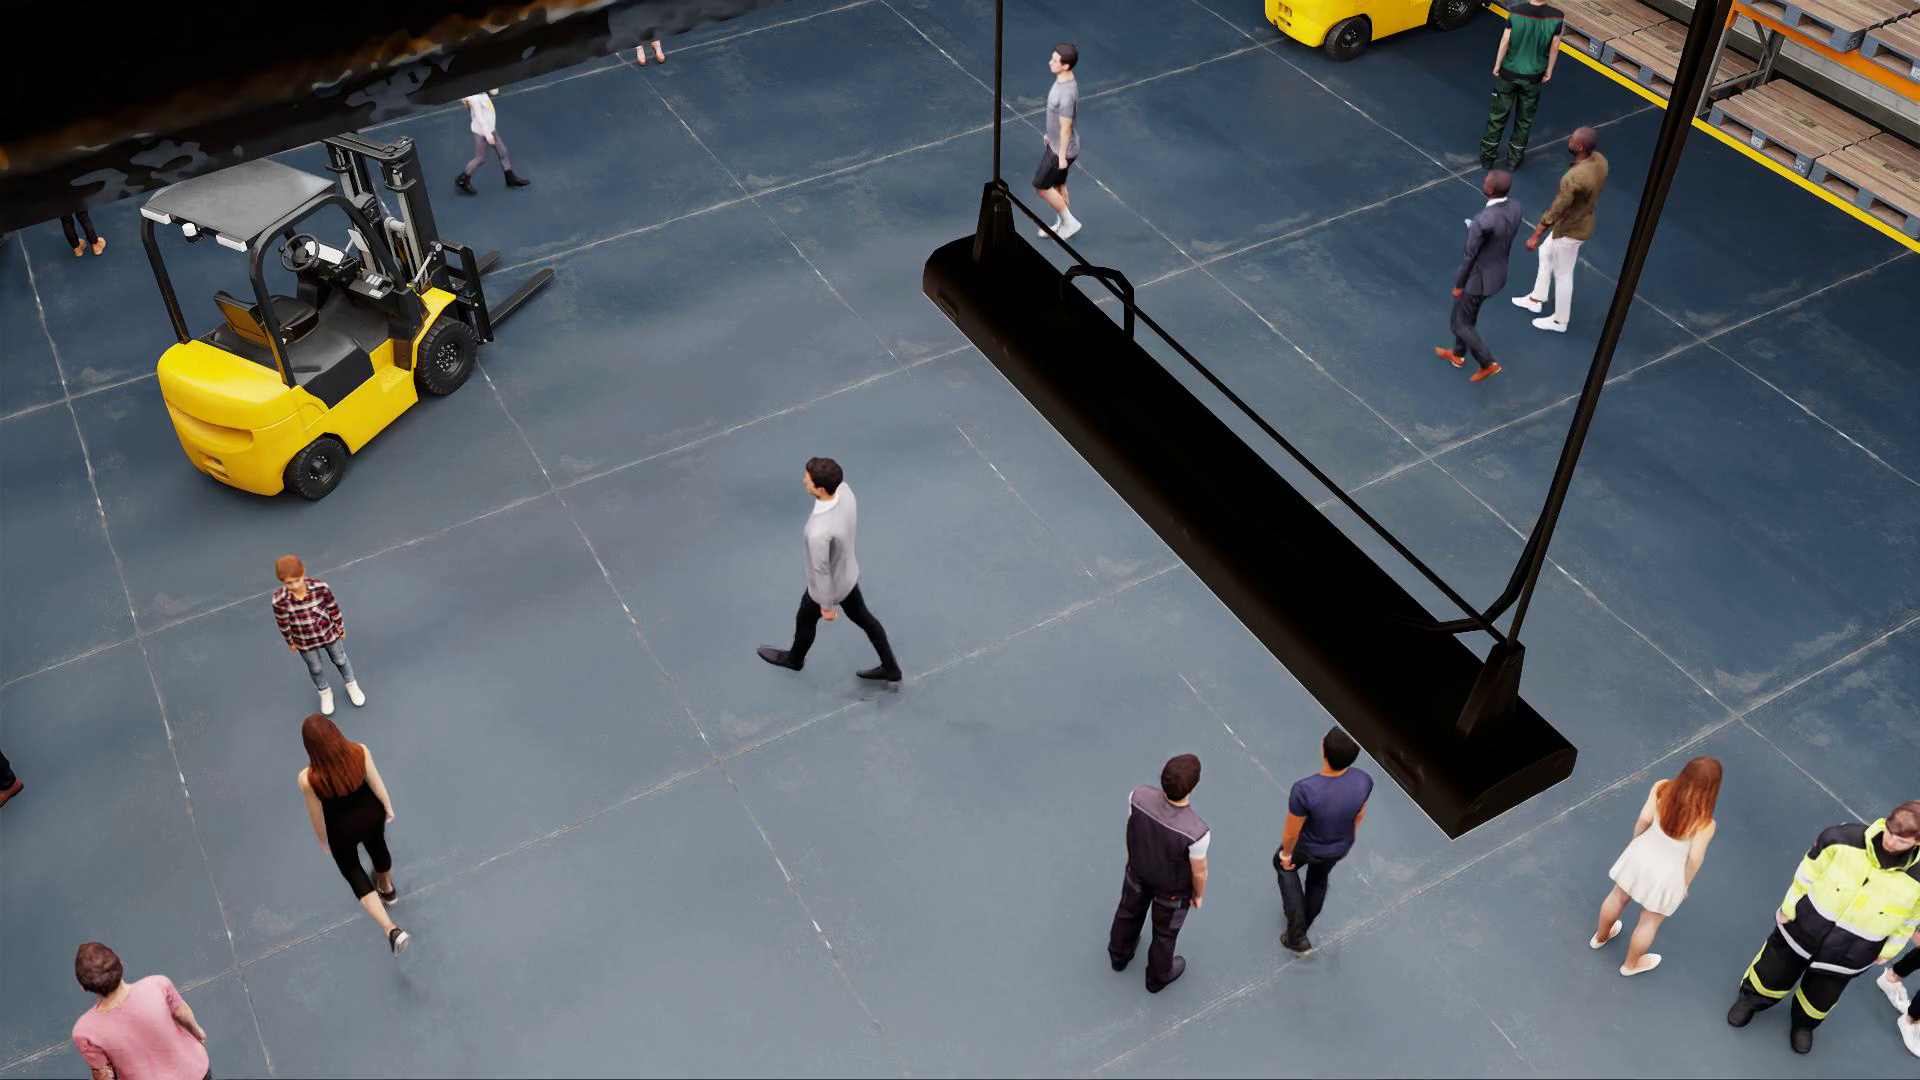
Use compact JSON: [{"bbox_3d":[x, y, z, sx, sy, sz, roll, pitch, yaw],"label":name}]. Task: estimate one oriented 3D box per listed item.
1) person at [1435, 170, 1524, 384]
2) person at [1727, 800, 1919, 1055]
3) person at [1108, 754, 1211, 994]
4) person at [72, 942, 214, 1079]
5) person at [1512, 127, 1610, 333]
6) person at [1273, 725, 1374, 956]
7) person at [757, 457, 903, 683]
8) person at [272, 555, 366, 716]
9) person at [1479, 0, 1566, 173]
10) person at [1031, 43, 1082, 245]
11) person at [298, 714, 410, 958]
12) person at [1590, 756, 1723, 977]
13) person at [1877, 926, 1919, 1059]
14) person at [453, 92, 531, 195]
[{"bbox_3d":[4.095,-1.996,12.924,0.809,1.801,0.967,-26,49,-25],"label":"person"},{"bbox_3d":[4.581,1.970,8.633,0.779,1.978,0.926,24,49,23],"label":"person"},{"bbox_3d":[1.065,1.788,8.920,0.651,1.846,0.787,28,50,26],"label":"person"},{"bbox_3d":[-3.784,2.619,7.974,0.732,1.947,0.787,-33,53,-30],"label":"person"},{"bbox_3d":[4.989,-2.465,13.410,0.935,1.810,0.903,23,48,23],"label":"person"},{"bbox_3d":[1.982,1.703,9.056,0.762,1.782,0.810,-8,44,-8],"label":"person"},{"bbox_3d":[-0.715,0.259,10.499,1.350,1.882,1.249,13,45,13],"label":"person"},{"bbox_3d":[-4.105,0.577,10.584,0.537,1.304,0.511,-18,46,-18],"label":"person"},{"bbox_3d":[5.157,-4.292,15.262,0.750,1.901,0.804,9,44,10],"label":"person"},{"bbox_3d":[0.968,-3.403,14.378,0.865,1.832,0.795,1,44,1],"label":"person"},{"bbox_3d":[-3.313,1.625,9.193,0.661,1.705,1.031,-28,50,-26],"label":"person"},{"bbox_3d":[3.798,1.758,9.049,0.606,1.711,0.462,-22,48,-22],"label":"person"},{"bbox_3d":[5.260,1.991,8.824,0.747,1.683,0.837,-10,44,-10],"label":"person"},{"bbox_3d":[-4.396,-3.715,15.117,0.820,1.266,0.896,-1,44,-1],"label":"person"}]
